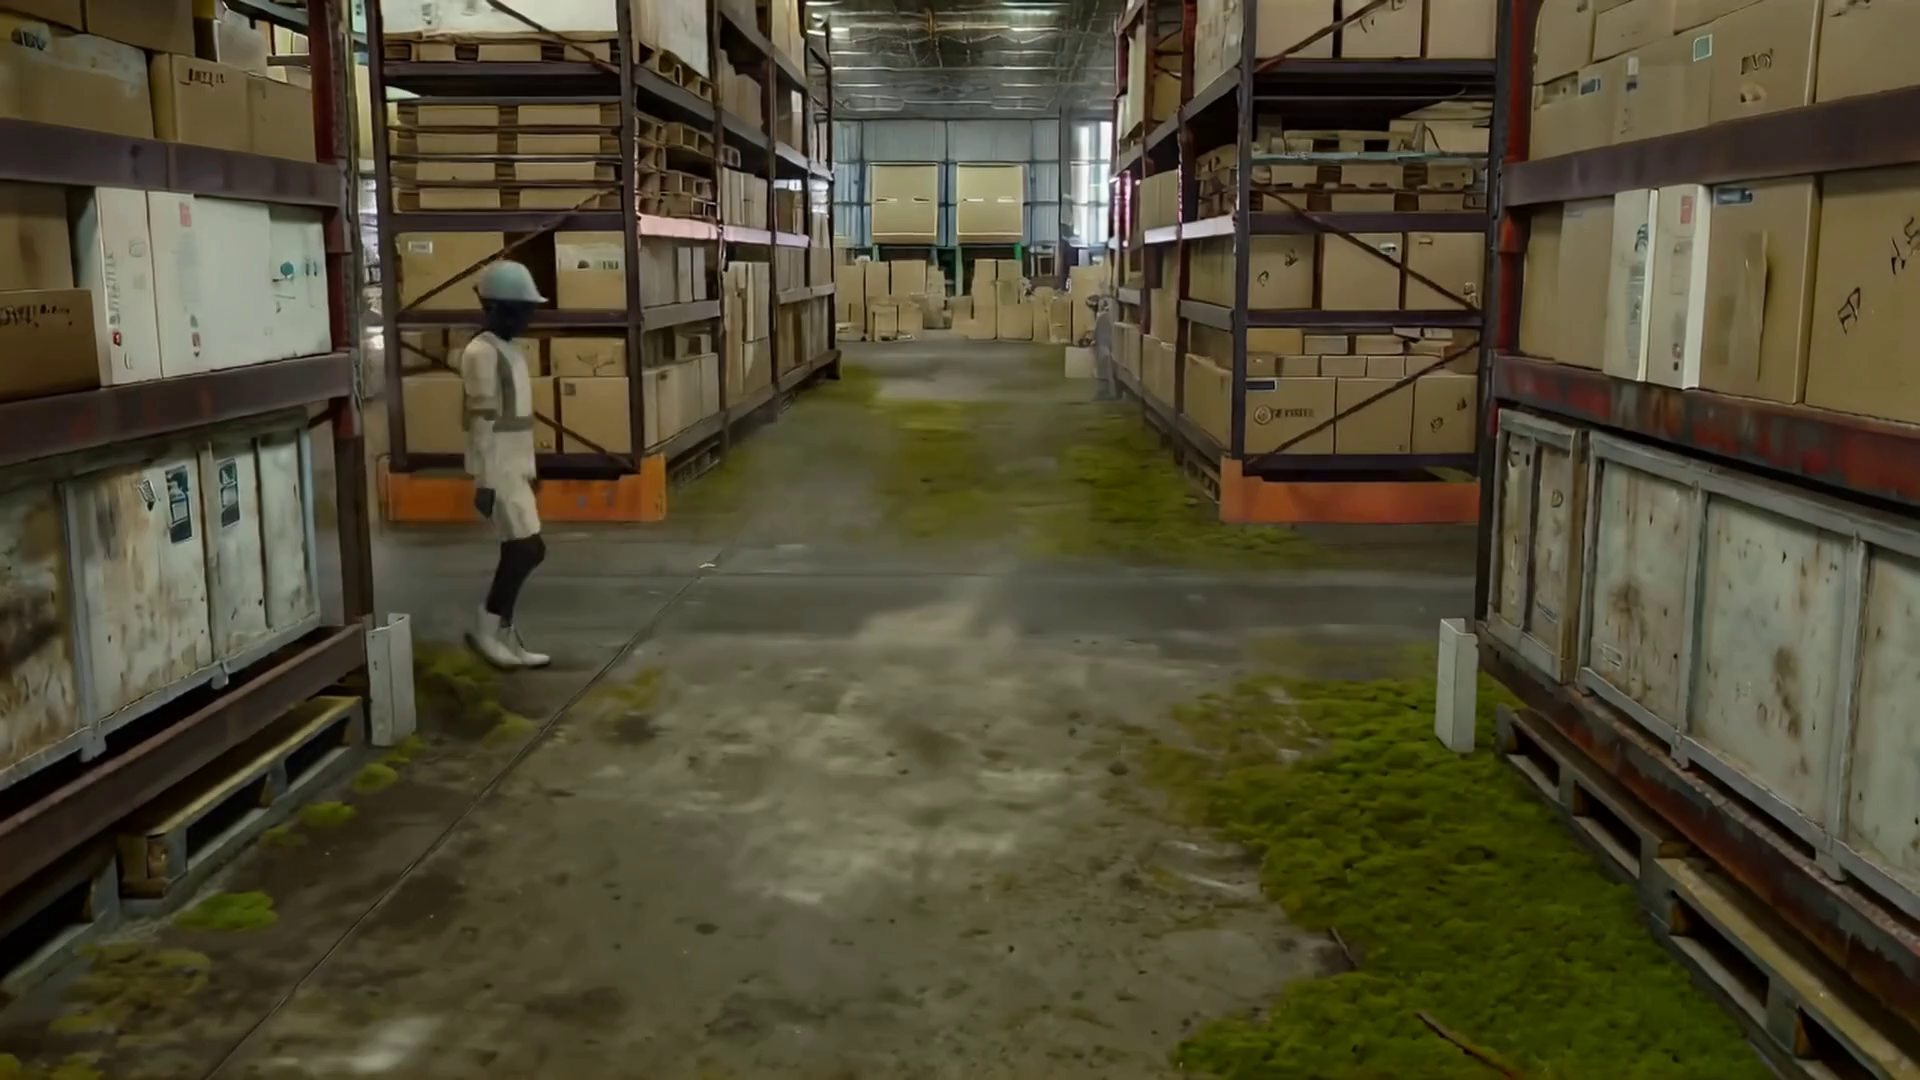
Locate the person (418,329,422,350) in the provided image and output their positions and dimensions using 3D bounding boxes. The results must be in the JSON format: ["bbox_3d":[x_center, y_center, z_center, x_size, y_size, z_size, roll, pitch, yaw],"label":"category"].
[{"bbox_3d":[-11.169,-4.580,34.844,0.522,1.596,0.848,-2,10,-13],"label":"person"}]

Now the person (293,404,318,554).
[{"bbox_3d":[-4.705,-0.715,11.385,0.533,1.697,0.319,3,10,19],"label":"person"}]

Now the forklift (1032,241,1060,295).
[{"bbox_3d":[3.181,-9.726,61.820,1.129,2.768,1.873,0,9,1],"label":"forklift"}]

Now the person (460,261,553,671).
[{"bbox_3d":[-2.195,-0.340,8.155,0.423,2.026,0.627,0,9,0],"label":"person"}]

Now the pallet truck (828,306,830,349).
[{"bbox_3d":[-3.100,-3.940,29.800,1.885,1.965,0.823,3,10,19],"label":"pallet truck"}]
